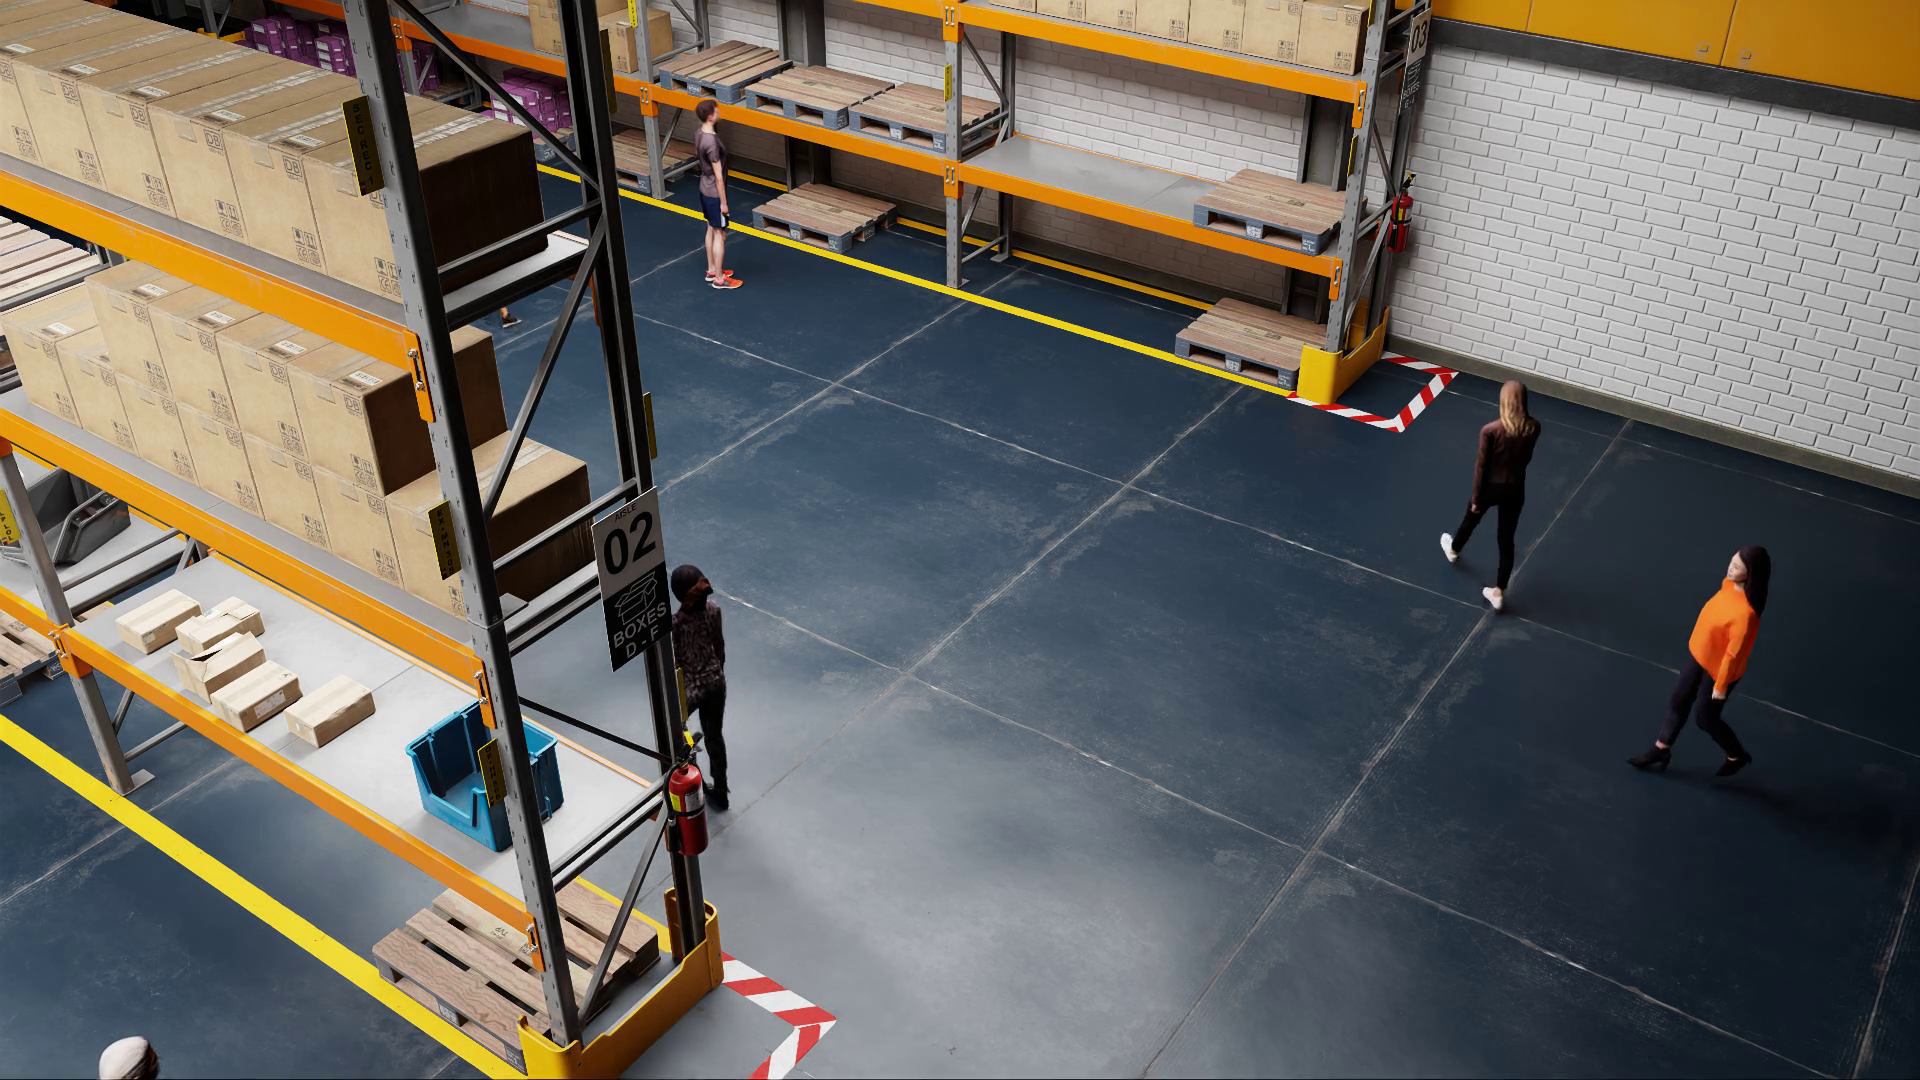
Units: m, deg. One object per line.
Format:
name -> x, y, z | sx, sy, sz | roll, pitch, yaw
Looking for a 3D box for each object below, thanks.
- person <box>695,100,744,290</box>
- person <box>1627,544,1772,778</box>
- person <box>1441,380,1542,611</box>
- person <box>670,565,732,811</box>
person -> -2.380, -3.347, 16.087 | 0.796, 1.851, 0.673 | -14, 36, -19
person -> 4.611, 0.777, 9.986 | 1.045, 1.736, 0.872 | 5, 34, 7
person -> 3.807, -0.277, 11.640 | 1.064, 1.661, 1.093 | -3, 34, -5
person -> -1.501, 0.922, 9.799 | 0.685, 1.703, 0.726 | -24, 41, -32
